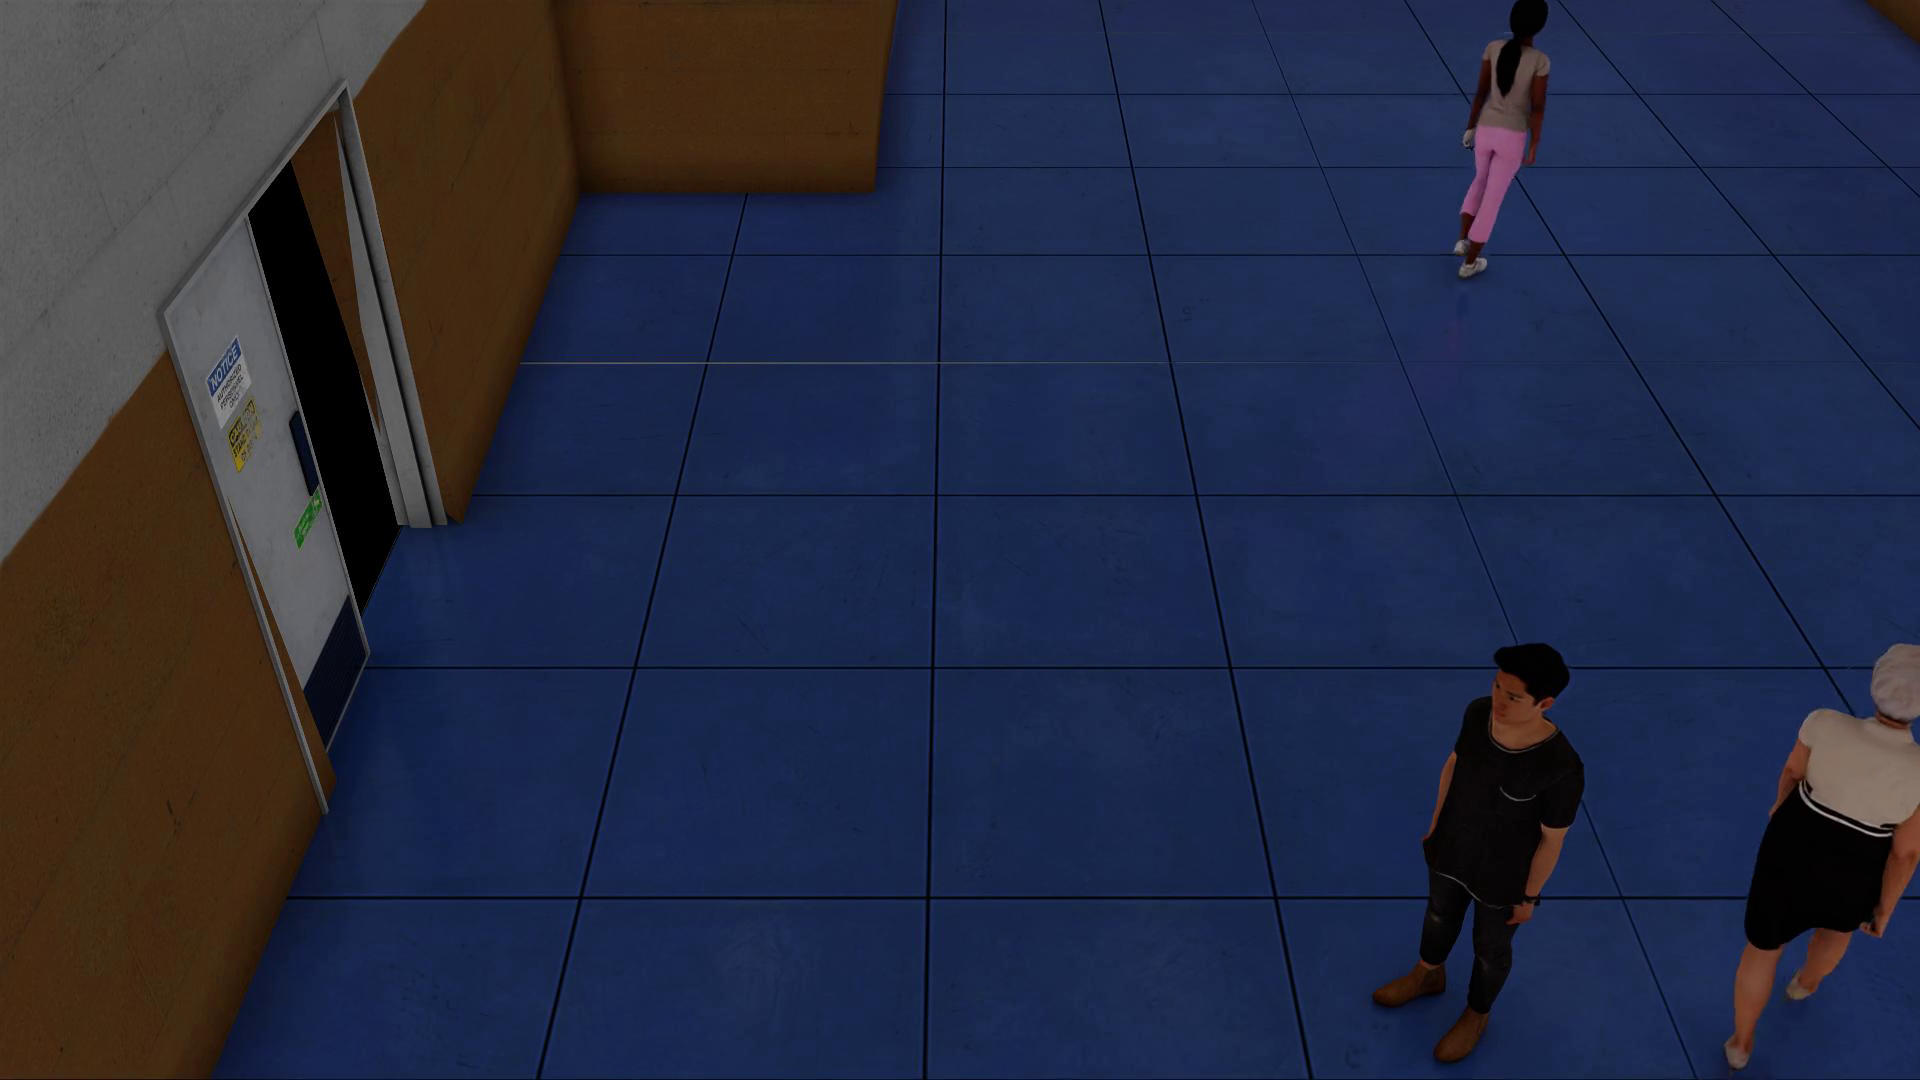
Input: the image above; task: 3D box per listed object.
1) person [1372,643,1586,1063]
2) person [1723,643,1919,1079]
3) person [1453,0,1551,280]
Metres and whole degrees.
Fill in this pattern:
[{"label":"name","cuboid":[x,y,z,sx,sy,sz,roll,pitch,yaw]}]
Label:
[{"label":"person","cuboid":[1.732,1.006,5.440,0.725,1.717,0.708,-21,42,-25]},{"label":"person","cuboid":[2.713,1.103,5.304,0.939,1.725,0.963,25,43,29]},{"label":"person","cuboid":[3.167,-2.355,9.907,0.725,1.730,0.785,31,47,34]}]
